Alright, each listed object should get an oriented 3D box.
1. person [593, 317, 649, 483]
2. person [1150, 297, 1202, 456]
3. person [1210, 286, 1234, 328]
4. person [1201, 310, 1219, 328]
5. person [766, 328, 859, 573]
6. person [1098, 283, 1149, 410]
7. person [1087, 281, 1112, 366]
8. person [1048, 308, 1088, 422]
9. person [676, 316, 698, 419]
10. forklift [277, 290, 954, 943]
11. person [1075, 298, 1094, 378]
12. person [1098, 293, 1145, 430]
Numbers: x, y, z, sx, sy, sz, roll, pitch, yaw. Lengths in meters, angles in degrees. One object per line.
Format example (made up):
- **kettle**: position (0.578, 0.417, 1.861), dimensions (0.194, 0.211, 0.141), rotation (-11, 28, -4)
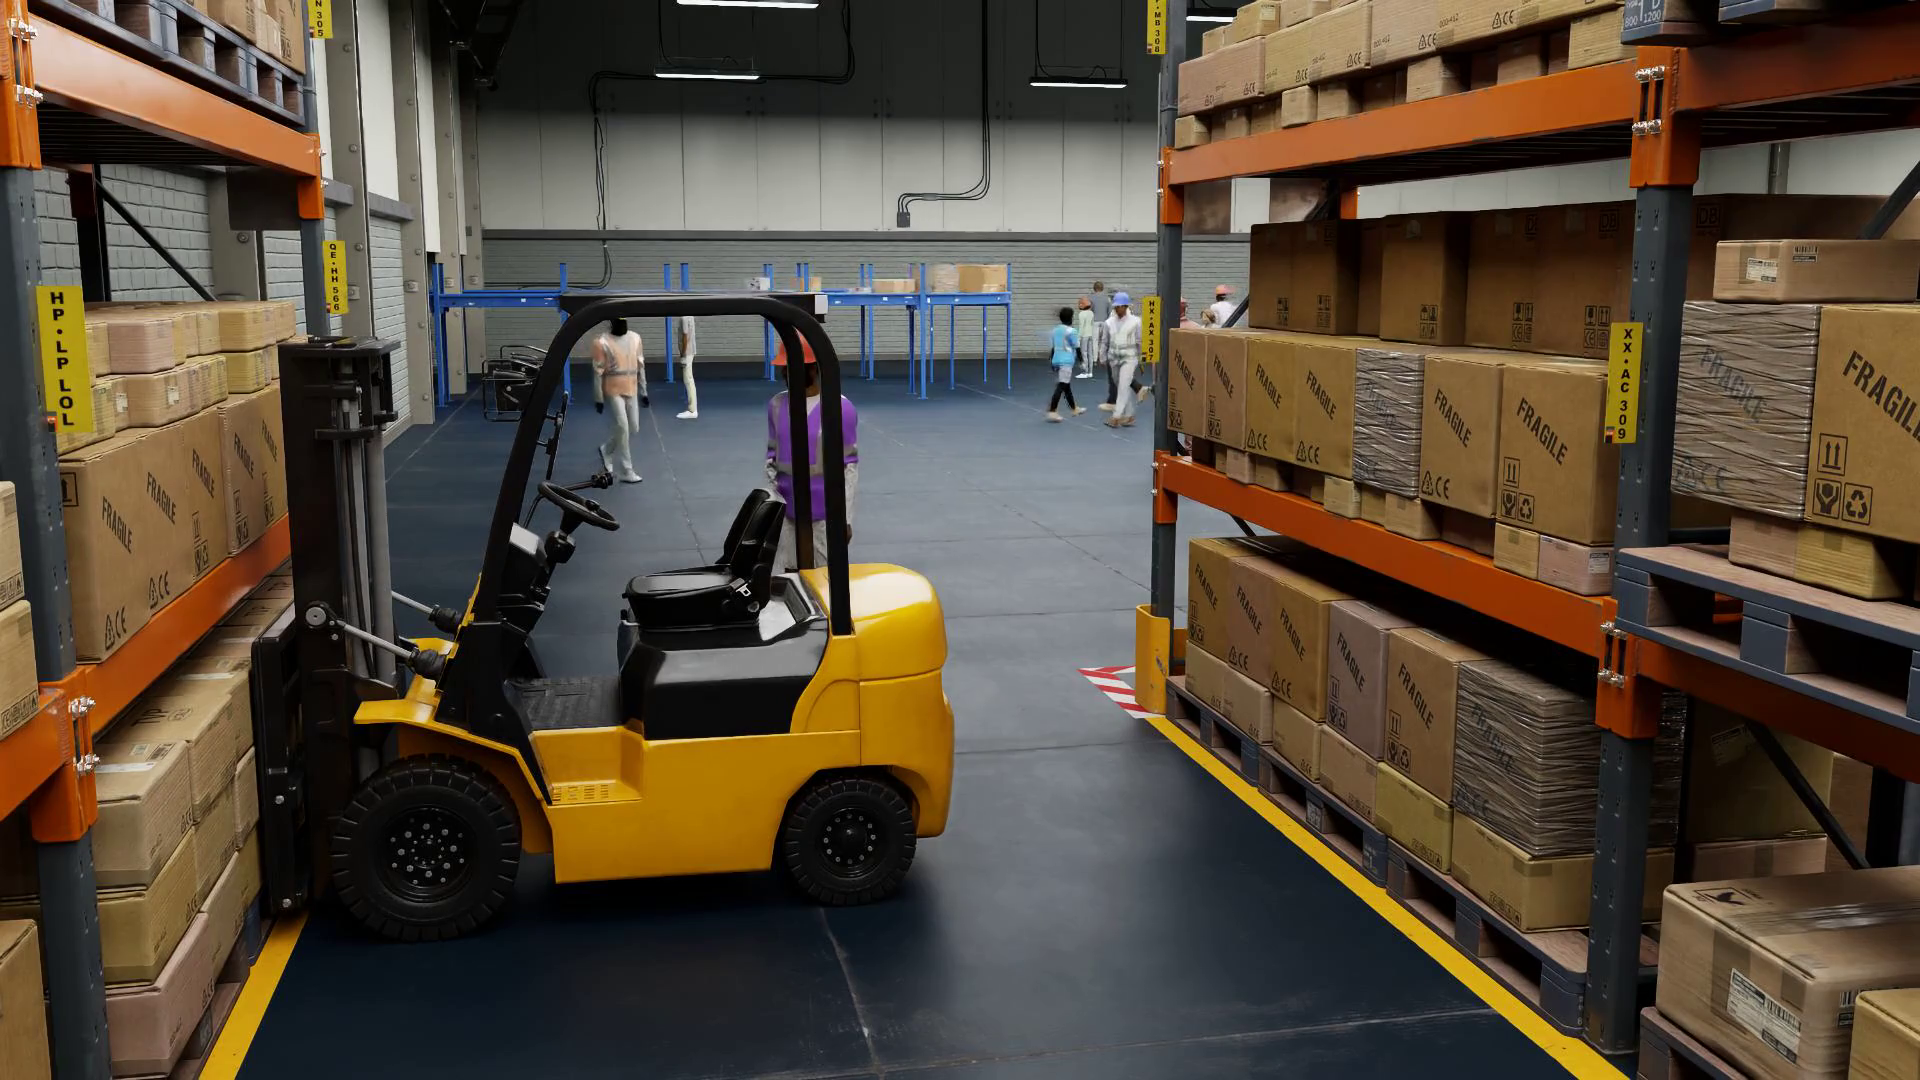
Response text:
- **person**: position (-3.621, -1.575, 17.558), dimensions (0.714, 1.907, 0.608), rotation (8, 12, 40)
- **person**: position (2.496, -1.846, 19.206), dimensions (0.640, 1.910, 0.407), rotation (-3, 10, -18)
- **person**: position (5.098, -4.029, 32.596), dimensions (0.567, 1.877, 1.005), rotation (-4, 10, -25)
- **person**: position (3.743, -2.720, 25.479), dimensions (0.860, 1.596, 0.515), rotation (-5, 11, -29)
- **person**: position (-0.804, -0.158, 8.836), dimensions (0.547, 1.934, 0.375), rotation (5, 11, 28)
- **person**: position (2.569, -3.056, 26.305), dimensions (0.724, 2.000, 0.682), rotation (2, 10, 12)
- **person**: position (3.194, -4.993, 38.297), dimensions (0.635, 1.936, 0.354), rotation (-3, 10, -17)
- **person**: position (1.600, -2.582, 24.460), dimensions (0.873, 1.654, 0.551), rotation (-6, 11, -32)
- **person**: position (-4.112, -2.761, 24.942), dimensions (0.310, 1.860, 0.511), rotation (-1, 9, -5)
- **forklift**: position (-1.179, 0.175, 6.143), dimensions (2.313, 2.155, 1.214), rotation (-2, 10, -12)
- **person**: position (2.546, -4.115, 33.873), dimensions (0.289, 1.632, 0.497), rotation (6, 11, 34)
- **person**: position (2.255, -2.517, 23.348), dimensions (0.649, 1.888, 1.029), rotation (6, 11, 34)
